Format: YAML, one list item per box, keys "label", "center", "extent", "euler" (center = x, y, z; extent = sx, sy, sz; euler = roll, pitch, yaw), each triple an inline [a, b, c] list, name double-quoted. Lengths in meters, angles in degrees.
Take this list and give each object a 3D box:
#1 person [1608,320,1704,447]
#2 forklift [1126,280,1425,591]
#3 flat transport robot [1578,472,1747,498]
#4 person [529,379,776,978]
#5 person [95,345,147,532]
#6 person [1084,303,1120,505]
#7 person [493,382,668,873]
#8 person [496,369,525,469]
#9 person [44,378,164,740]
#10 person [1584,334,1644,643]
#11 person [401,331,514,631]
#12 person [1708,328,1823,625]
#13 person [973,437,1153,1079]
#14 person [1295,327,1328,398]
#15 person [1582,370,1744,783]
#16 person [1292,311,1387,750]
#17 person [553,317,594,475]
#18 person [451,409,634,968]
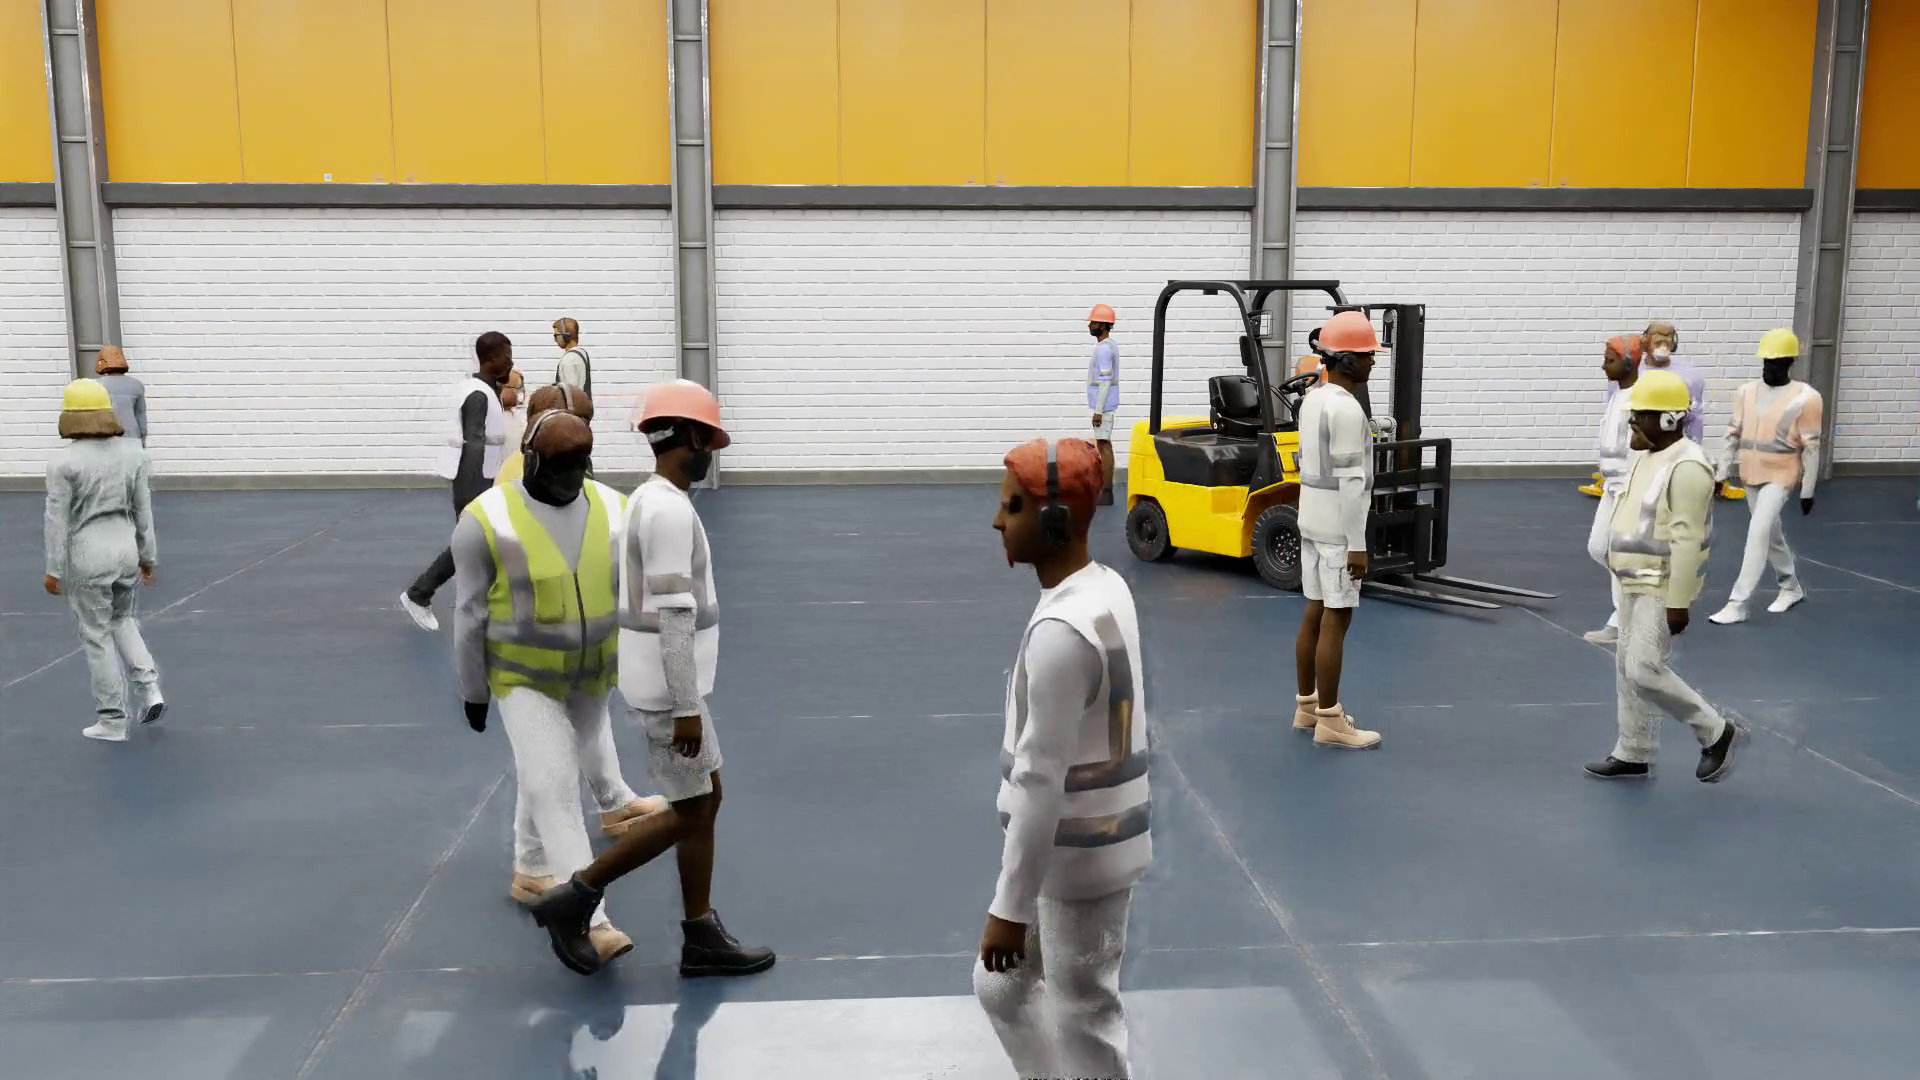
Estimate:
- label: "person"
  center: [4.887, -0.602, 11.760]
  extent: [0.639, 1.914, 0.860]
  euler: [2, 9, 14]
- label: "forklift"
  center: [2.301, -0.860, 12.475]
  extent: [1.214, 2.155, 2.313]
  euler: [-6, 11, -35]
- label: "flat transport robot"
  center: [6.969, -0.542, 16.499]
  extent: [1.431, 0.197, 0.652]
  euler: [-1, 9, -9]
- label: "person"
  center: [-0.961, 0.454, 5.173]
  extent: [0.657, 1.890, 0.605]
  euler: [-2, 9, -11]
- label: "person"
  center: [-7.125, -0.832, 14.094]
  extent: [0.291, 1.623, 0.495]
  euler: [6, 11, 33]
- label: "person"
  center: [1.359, -1.302, 16.042]
  extent: [0.352, 1.942, 0.545]
  euler: [1, 9, 9]
- label: "person"
  center: [-1.377, 0.318, 6.277]
  extent: [0.827, 1.809, 0.638]
  euler: [-6, 11, -34]
- label: "person"
  center: [-3.046, -0.355, 11.175]
  extent: [0.757, 1.603, 0.509]
  euler: [1, 9, 7]
- label: "person"
  center: [-4.105, 0.101, 7.906]
  extent: [0.353, 1.734, 0.490]
  euler: [4, 10, 24]
- label: "person"
  center: [4.051, -0.298, 9.989]
  extent: [0.492, 1.873, 0.599]
  euler: [0, 9, 1]
- label: "person"
  center: [-3.113, -0.350, 10.316]
  extent: [0.740, 1.869, 0.698]
  euler: [-2, 9, -10]
- label: "person"
  center: [5.205, -0.416, 10.674]
  extent: [0.980, 1.886, 0.586]
  euler: [-4, 10, -23]
- label: "person"
  center: [0.210, 0.707, 3.657]
  extent: [0.501, 1.867, 0.576]
  euler: [1, 9, 7]
- label: "person"
  center: [3.595, -1.302, 16.835]
  extent: [0.318, 1.691, 0.531]
  euler: [-5, 10, -29]
- label: "person"
  center: [3.035, 0.179, 7.134]
  extent: [0.516, 1.818, 0.607]
  euler: [1, 9, 3]
- label: "person"
  center: [1.787, -0.046, 7.835]
  extent: [0.377, 2.045, 0.605]
  euler: [-1, 9, -7]
- label: "person"
  center: [-3.481, -1.079, 14.962]
  extent: [0.346, 1.842, 0.506]
  euler: [0, 9, 2]
- label: "person"
  center: [-1.286, 0.462, 5.468]
  extent: [0.643, 1.779, 0.980]
  euler: [-8, 12, -40]
